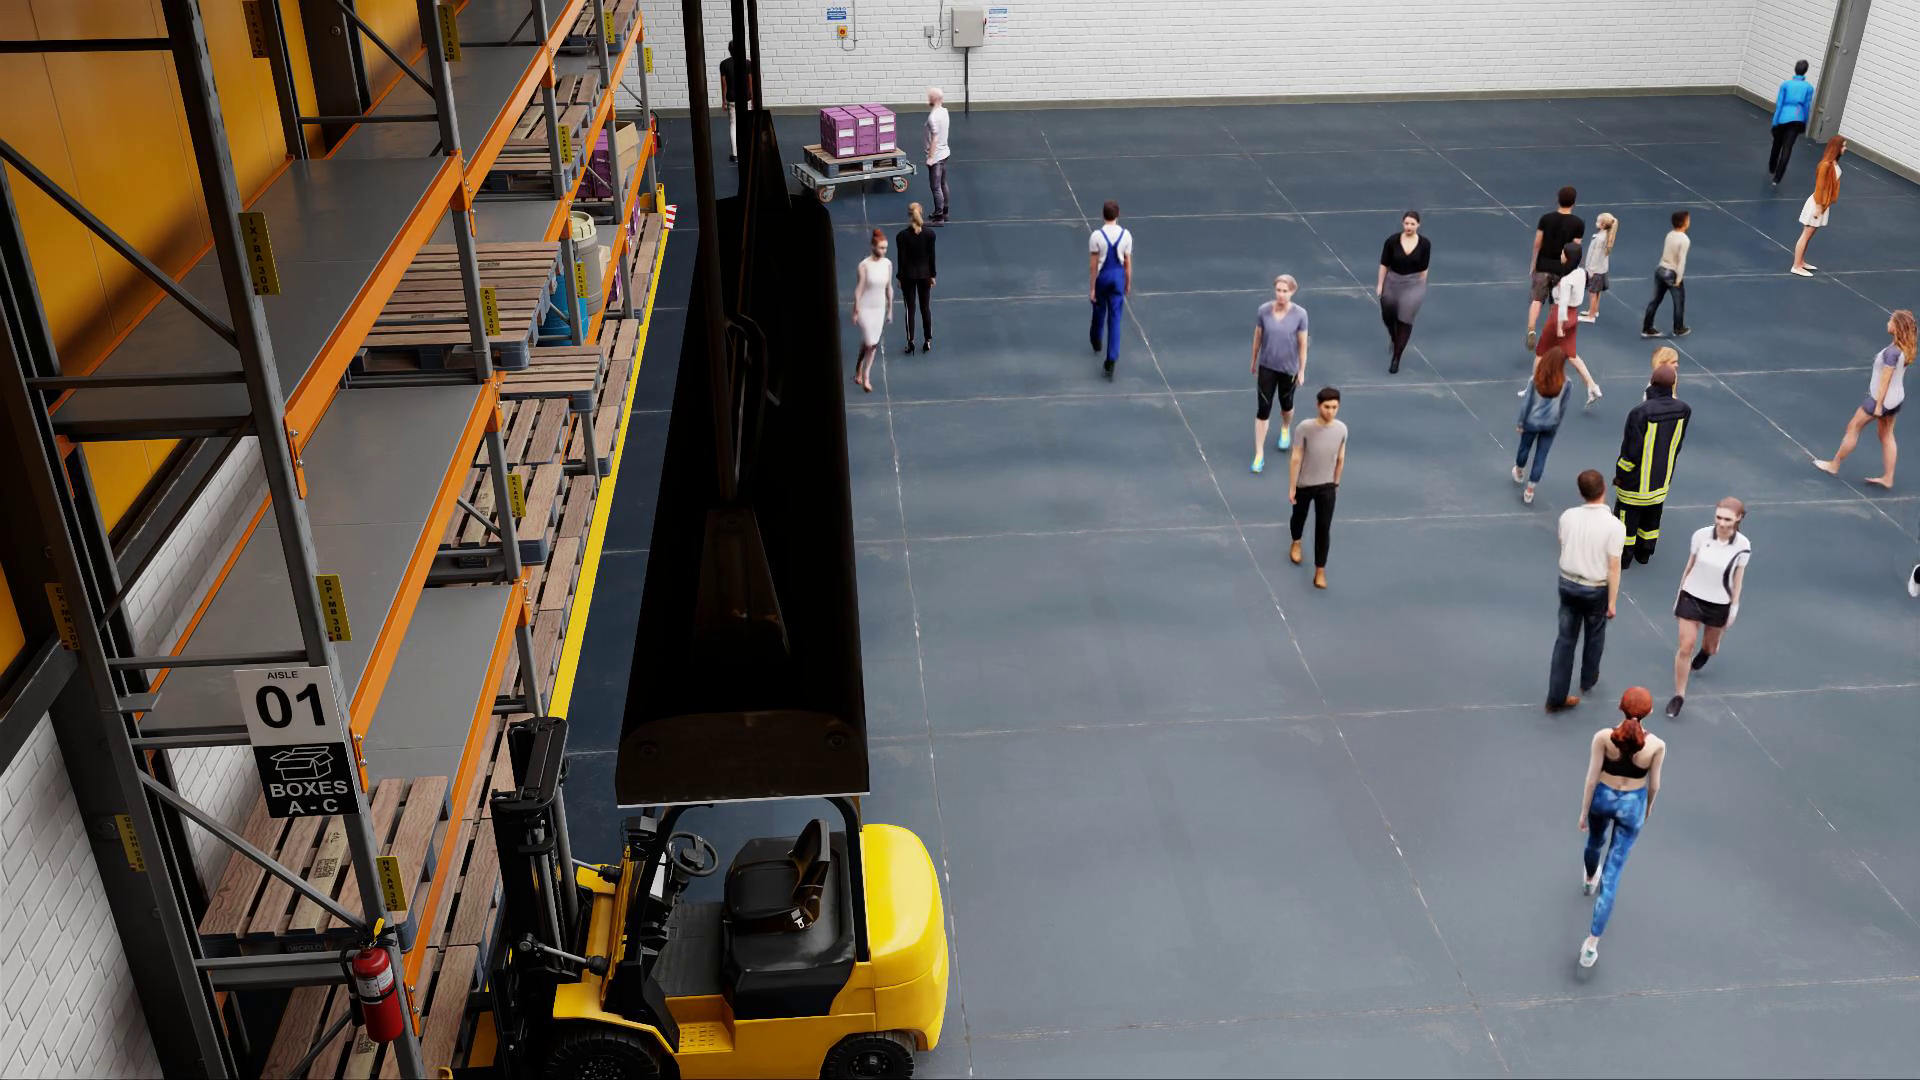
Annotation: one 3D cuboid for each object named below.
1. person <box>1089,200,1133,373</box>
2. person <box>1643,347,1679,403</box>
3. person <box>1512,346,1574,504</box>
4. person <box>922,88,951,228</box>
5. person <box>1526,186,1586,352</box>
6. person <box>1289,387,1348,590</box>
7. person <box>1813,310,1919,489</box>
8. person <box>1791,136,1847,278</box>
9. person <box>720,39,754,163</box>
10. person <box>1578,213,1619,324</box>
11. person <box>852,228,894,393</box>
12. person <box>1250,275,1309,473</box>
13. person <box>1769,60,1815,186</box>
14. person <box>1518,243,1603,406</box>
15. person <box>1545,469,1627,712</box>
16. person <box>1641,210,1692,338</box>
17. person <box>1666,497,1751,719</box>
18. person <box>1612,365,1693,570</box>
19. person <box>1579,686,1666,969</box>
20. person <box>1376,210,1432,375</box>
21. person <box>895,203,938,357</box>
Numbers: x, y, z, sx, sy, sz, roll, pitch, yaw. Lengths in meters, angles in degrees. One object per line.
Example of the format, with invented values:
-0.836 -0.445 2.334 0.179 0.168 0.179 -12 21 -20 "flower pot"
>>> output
1.614 -2.676 17.802 0.649 1.796 1.277 -2 29 -4 "person"
5.943 -0.820 14.386 0.723 1.809 0.626 16 32 26 "person"
5.302 -1.020 15.126 0.743 1.451 0.935 7 29 12 "person"
-0.300 -5.137 22.272 0.801 1.835 0.662 8 30 15 "person"
6.470 -2.921 18.208 0.972 1.838 1.112 15 32 25 "person"
2.946 -0.501 13.931 0.757 1.684 1.126 3 29 5 "person"
8.594 -1.255 15.302 0.908 1.695 1.034 -20 34 -32 "person"
10.621 -4.157 20.593 0.779 1.723 0.703 18 34 30 "person"
-3.331 -6.602 24.990 0.671 1.805 0.624 -5 29 -10 "person"
7.381 -3.162 19.239 0.657 1.273 0.587 16 32 26 "person"
-0.956 -2.386 17.290 0.761 1.777 0.804 -14 32 -24 "person"
3.059 -1.641 15.852 1.054 1.845 1.333 10 30 18 "person"
11.874 -5.929 23.824 1.034 1.740 1.286 12 31 21 "person"
6.209 -2.147 16.910 1.132 1.721 1.033 25 37 38 "person"
4.514 0.428 12.115 1.134 1.794 1.088 -19 34 -31 "person"
7.910 -2.969 18.708 0.740 1.443 0.794 -9 30 -16 "person"
5.475 0.441 12.159 0.931 1.727 1.075 16 32 27 "person"
5.797 -0.631 14.026 0.792 1.822 0.727 -7 29 -13 "person"
3.869 1.706 9.832 1.031 1.735 1.305 12 31 22 "person"
4.767 -2.717 17.947 0.949 1.730 1.205 9 30 16 "person"
-0.481 -2.854 18.225 0.655 1.703 0.579 -8 30 -14 "person"
